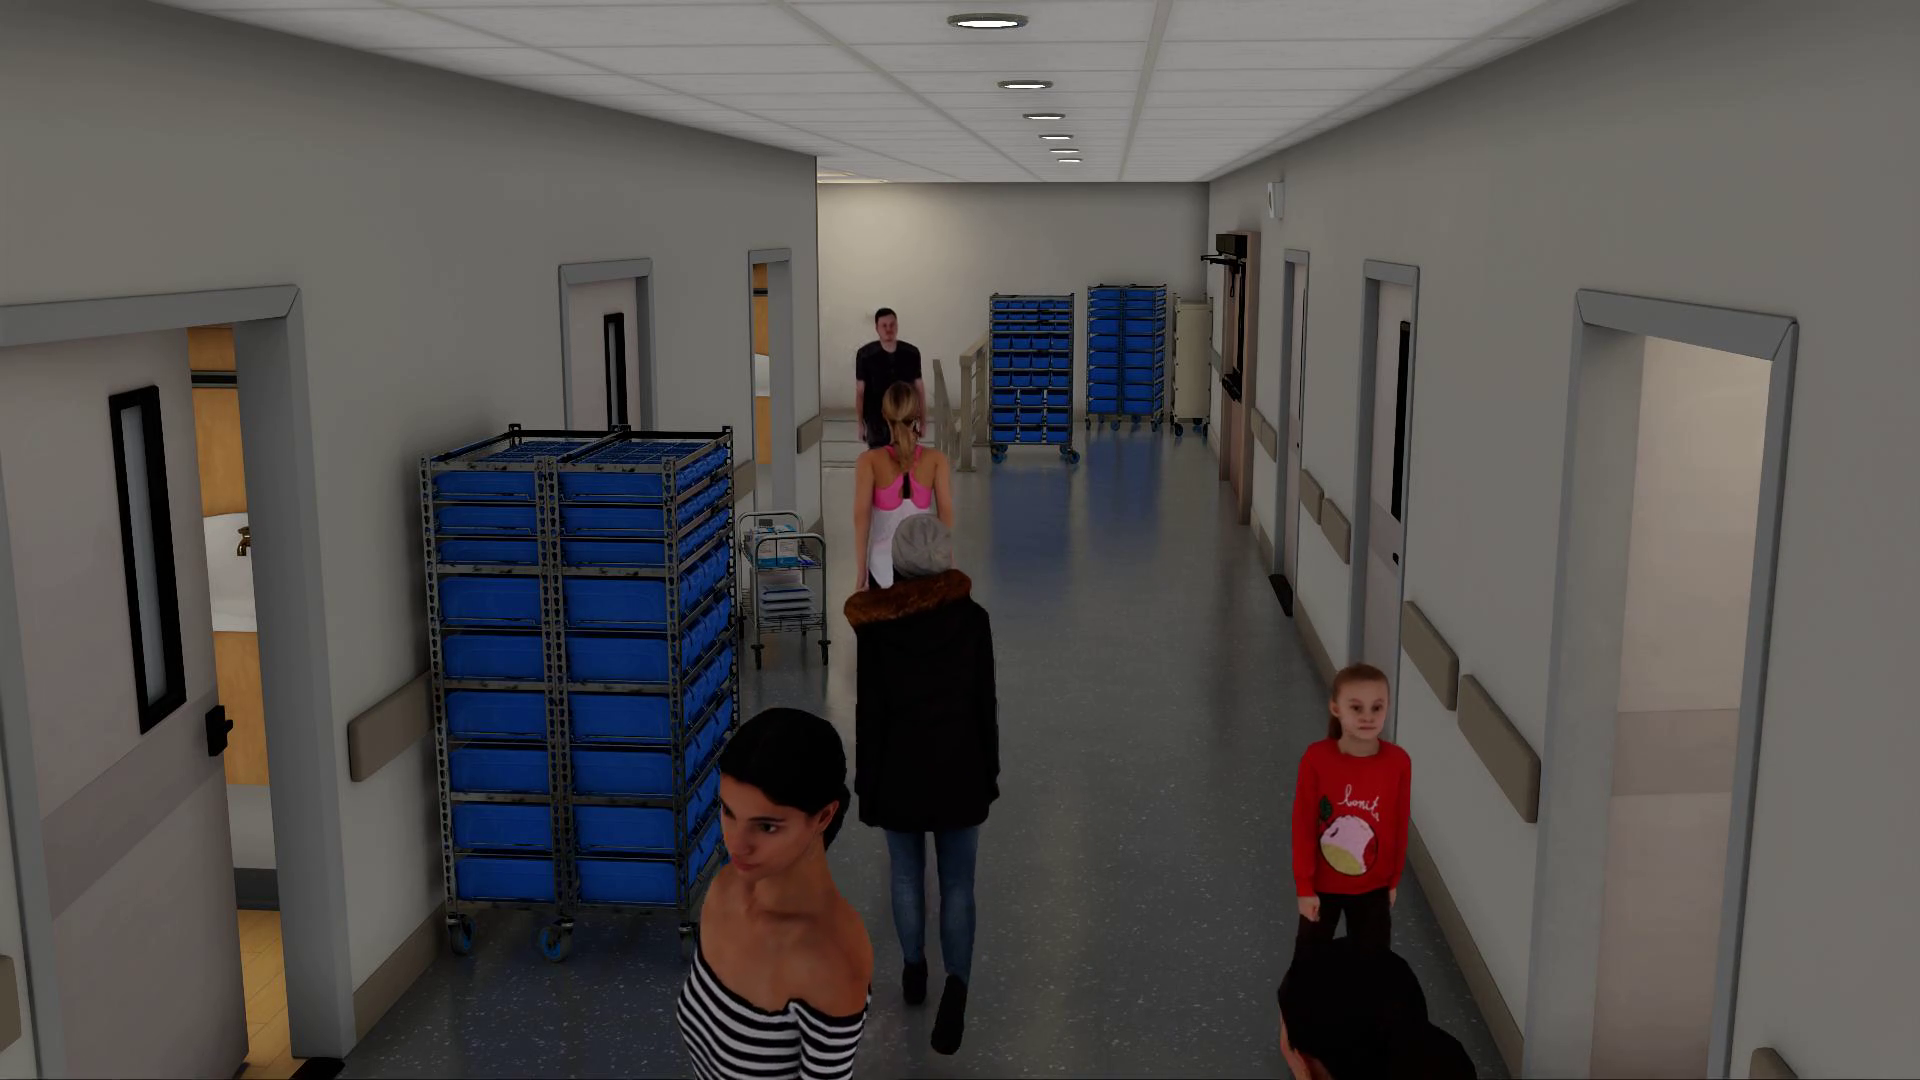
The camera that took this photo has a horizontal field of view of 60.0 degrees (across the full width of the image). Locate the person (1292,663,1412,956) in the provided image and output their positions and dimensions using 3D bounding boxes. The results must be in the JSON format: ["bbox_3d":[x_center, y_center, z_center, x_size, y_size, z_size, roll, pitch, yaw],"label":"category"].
[{"bbox_3d":[1.082,0.969,4.765,0.516,1.256,0.905,0,11,2],"label":"person"}]

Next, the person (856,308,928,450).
[{"bbox_3d":[-0.564,-0.888,13.036,0.956,1.822,1.216,-3,11,-15],"label":"person"}]

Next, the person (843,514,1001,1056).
[{"bbox_3d":[-0.082,0.738,5.025,0.730,1.613,1.034,-1,11,-5],"label":"person"}]

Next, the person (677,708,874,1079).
[{"bbox_3d":[-0.160,1.119,2.593,1.083,1.772,1.060,-6,12,-30],"label":"person"}]

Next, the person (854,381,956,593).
[{"bbox_3d":[-0.236,0.204,7.444,0.772,1.760,1.152,-1,11,-6],"label":"person"}]
